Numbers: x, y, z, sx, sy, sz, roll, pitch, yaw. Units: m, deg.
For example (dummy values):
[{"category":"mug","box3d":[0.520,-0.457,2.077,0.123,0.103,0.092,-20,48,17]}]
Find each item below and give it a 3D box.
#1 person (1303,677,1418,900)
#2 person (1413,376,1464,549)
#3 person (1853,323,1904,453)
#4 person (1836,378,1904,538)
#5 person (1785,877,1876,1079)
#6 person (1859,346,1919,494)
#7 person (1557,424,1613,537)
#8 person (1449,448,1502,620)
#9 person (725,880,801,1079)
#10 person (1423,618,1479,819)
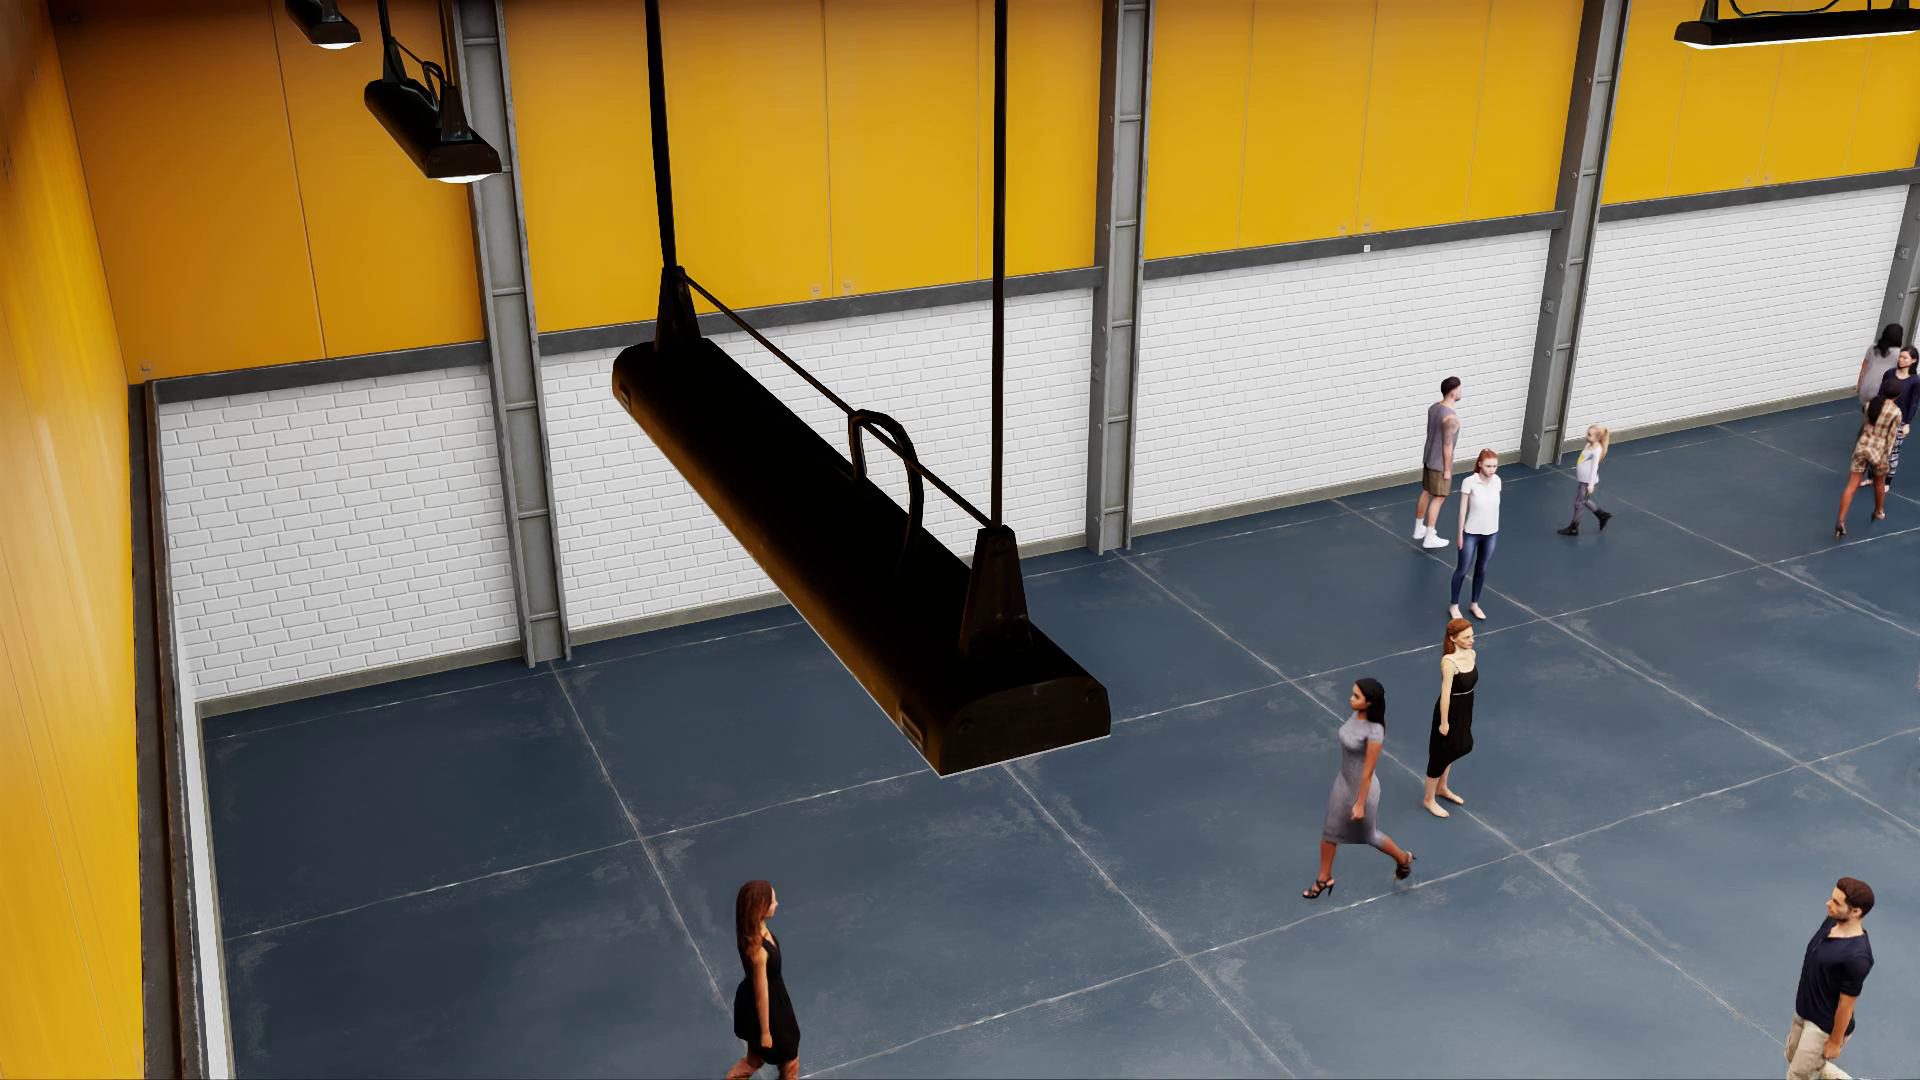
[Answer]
[{"category":"person","box3d":[2.891,1.789,11.717,1.124,1.749,0.714,-6,24,-14]},{"category":"person","box3d":[4.995,-0.830,17.395,0.637,1.840,0.668,-5,24,-11]},{"category":"person","box3d":[11.111,-1.813,20.182,1.095,1.569,0.783,-17,29,-34]},{"category":"person","box3d":[9.656,-0.830,17.741,1.173,1.723,0.720,-16,28,-32]},{"category":"person","box3d":[4.997,2.731,9.450,1.092,1.839,0.953,3,24,6]},{"category":"person","box3d":[10.680,-1.393,19.016,0.543,1.734,0.622,-14,27,-29]},{"category":"person","box3d":[6.799,-0.633,17.863,0.867,1.265,0.716,2,24,3]},{"category":"person","box3d":[4.963,-0.059,15.961,0.521,1.737,0.657,-5,24,-12]},{"category":"person","box3d":[-1.200,2.732,9.475,1.004,1.817,0.706,-5,24,-12]},{"category":"person","box3d":[3.810,1.343,12.893,0.703,1.625,0.606,22,32,40]}]
